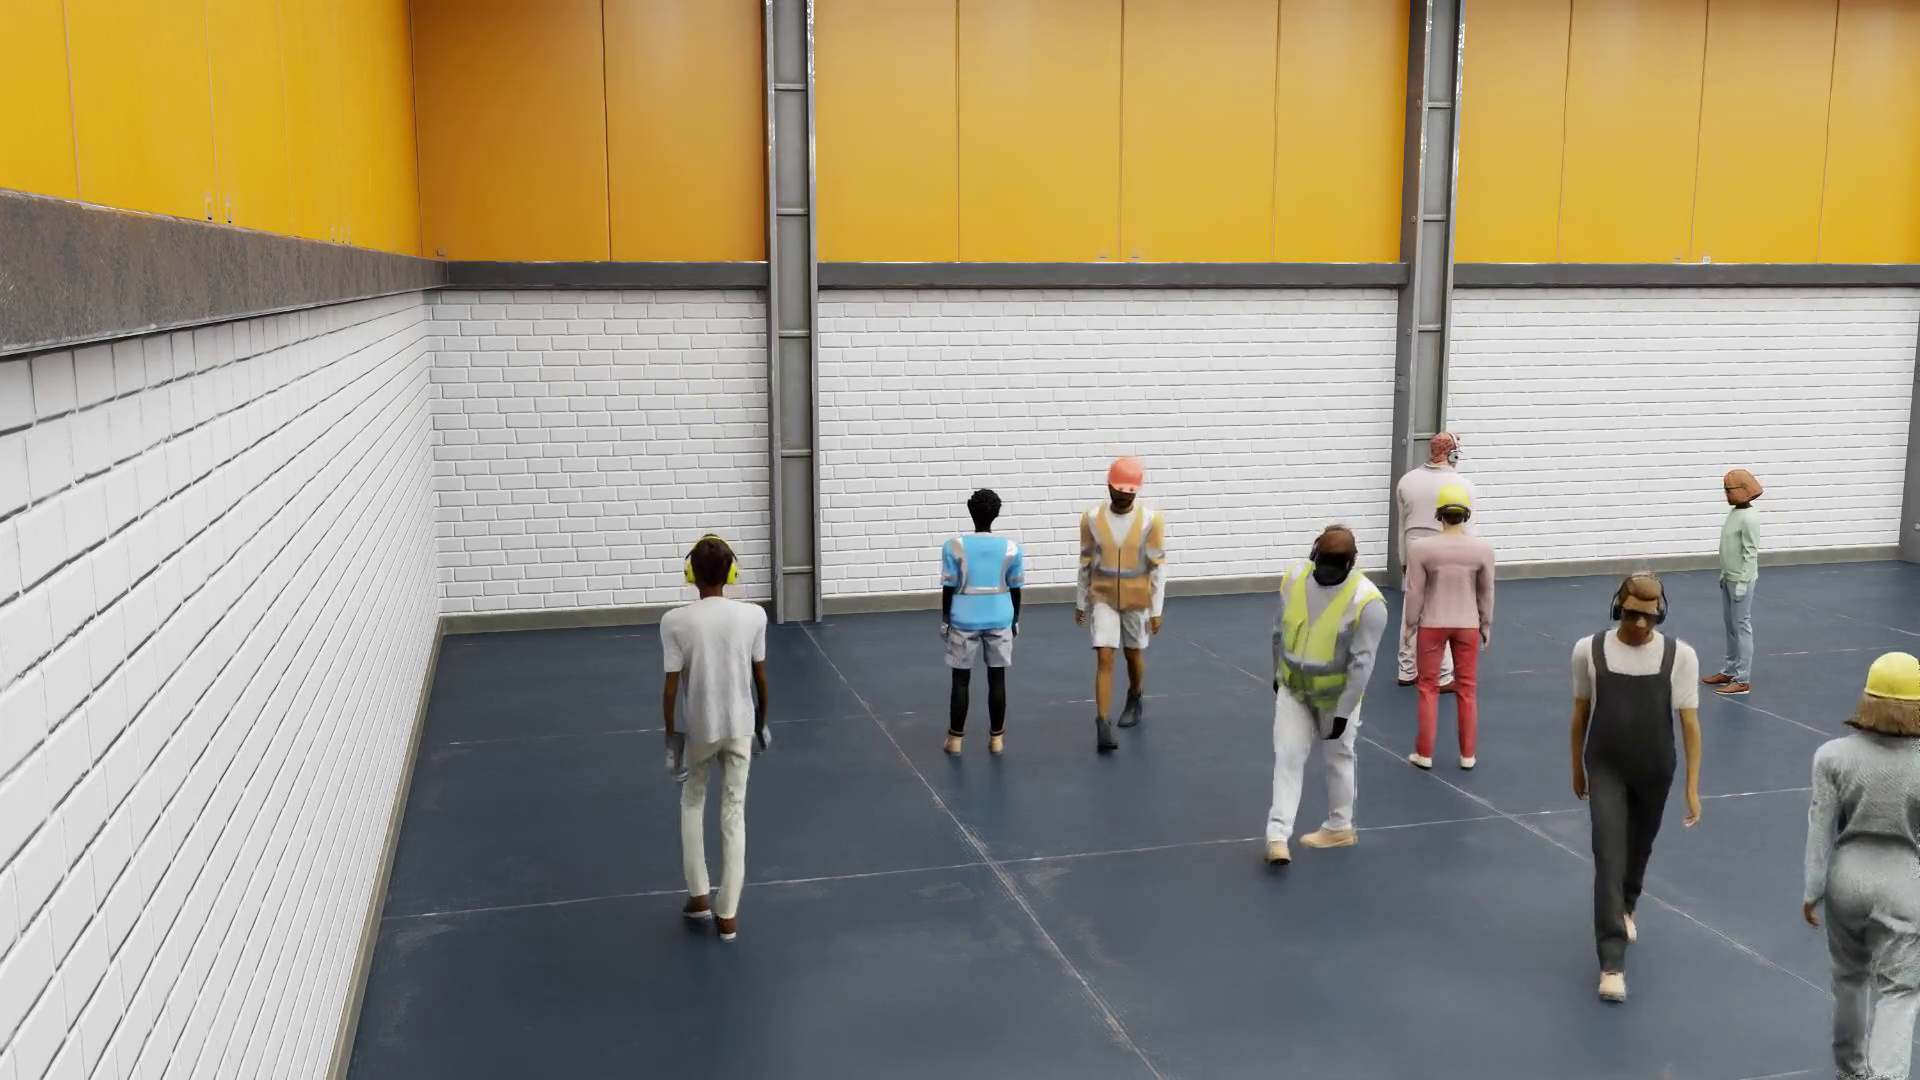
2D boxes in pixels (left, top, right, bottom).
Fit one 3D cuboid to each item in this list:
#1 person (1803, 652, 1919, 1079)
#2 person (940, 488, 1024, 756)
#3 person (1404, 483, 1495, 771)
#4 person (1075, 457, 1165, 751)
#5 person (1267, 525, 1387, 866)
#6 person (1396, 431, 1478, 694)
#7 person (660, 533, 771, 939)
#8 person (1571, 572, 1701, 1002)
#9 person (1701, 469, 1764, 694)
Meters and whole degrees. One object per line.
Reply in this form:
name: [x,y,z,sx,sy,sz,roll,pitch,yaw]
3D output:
person: [3.219,1.252,5.833,0.499,1.710,0.818,6,11,33]
person: [0.137,0.523,10.450,0.539,1.693,0.320,-2,9,-10]
person: [2.980,0.531,10.165,0.533,1.765,0.327,1,9,5]
person: [1.033,0.380,10.781,0.593,1.881,1.014,1,9,9]
person: [1.823,0.796,8.481,0.678,1.782,0.818,7,11,37]
person: [3.470,0.161,12.067,0.404,1.900,0.643,-8,12,-41]
person: [-1.118,0.886,7.687,0.518,1.847,0.579,-2,9,-14]
person: [2.918,0.993,7.238,0.530,1.801,0.987,3,10,18]
person: [5.609,0.297,12.033,0.279,1.633,0.498,2,9,10]
